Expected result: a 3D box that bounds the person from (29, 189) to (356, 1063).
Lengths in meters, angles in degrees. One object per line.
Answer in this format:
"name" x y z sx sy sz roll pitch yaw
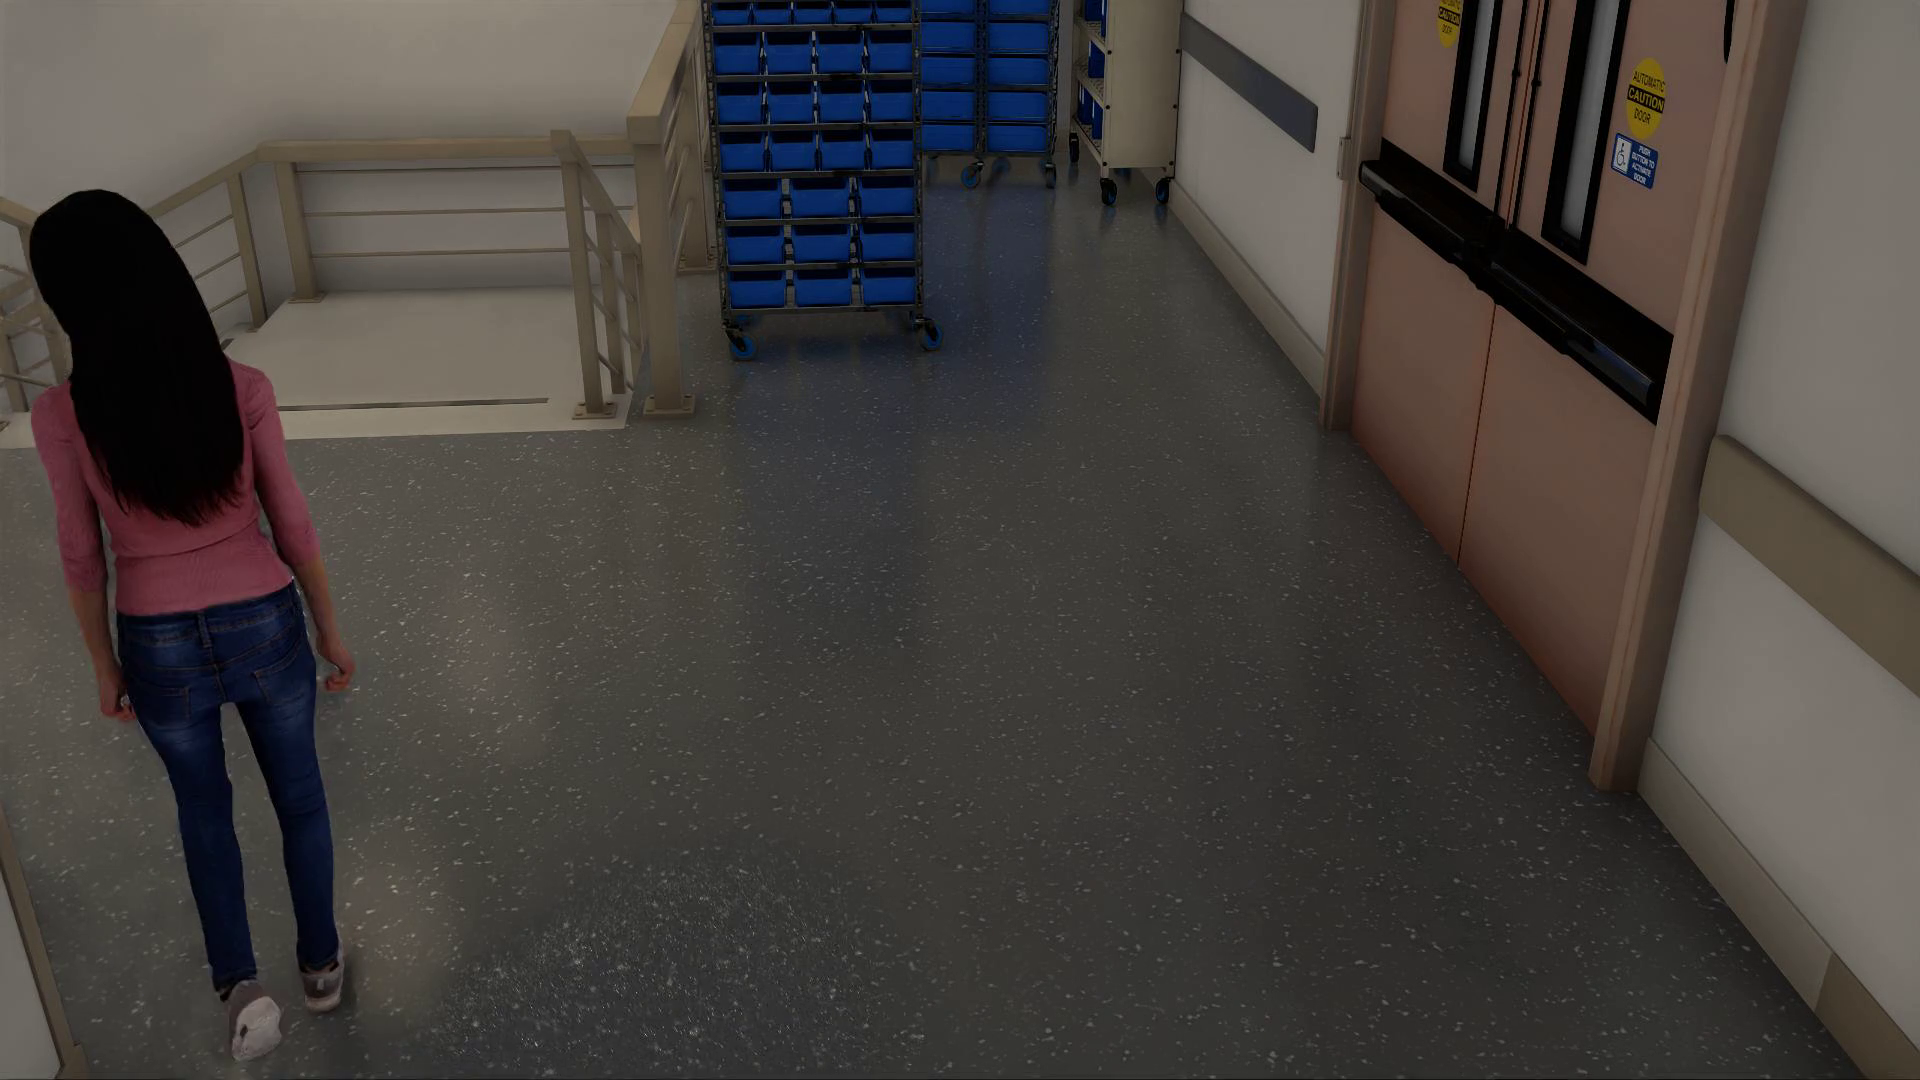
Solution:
"person" -1.368 0.240 3.040 0.741 1.730 0.894 -9 27 -17
